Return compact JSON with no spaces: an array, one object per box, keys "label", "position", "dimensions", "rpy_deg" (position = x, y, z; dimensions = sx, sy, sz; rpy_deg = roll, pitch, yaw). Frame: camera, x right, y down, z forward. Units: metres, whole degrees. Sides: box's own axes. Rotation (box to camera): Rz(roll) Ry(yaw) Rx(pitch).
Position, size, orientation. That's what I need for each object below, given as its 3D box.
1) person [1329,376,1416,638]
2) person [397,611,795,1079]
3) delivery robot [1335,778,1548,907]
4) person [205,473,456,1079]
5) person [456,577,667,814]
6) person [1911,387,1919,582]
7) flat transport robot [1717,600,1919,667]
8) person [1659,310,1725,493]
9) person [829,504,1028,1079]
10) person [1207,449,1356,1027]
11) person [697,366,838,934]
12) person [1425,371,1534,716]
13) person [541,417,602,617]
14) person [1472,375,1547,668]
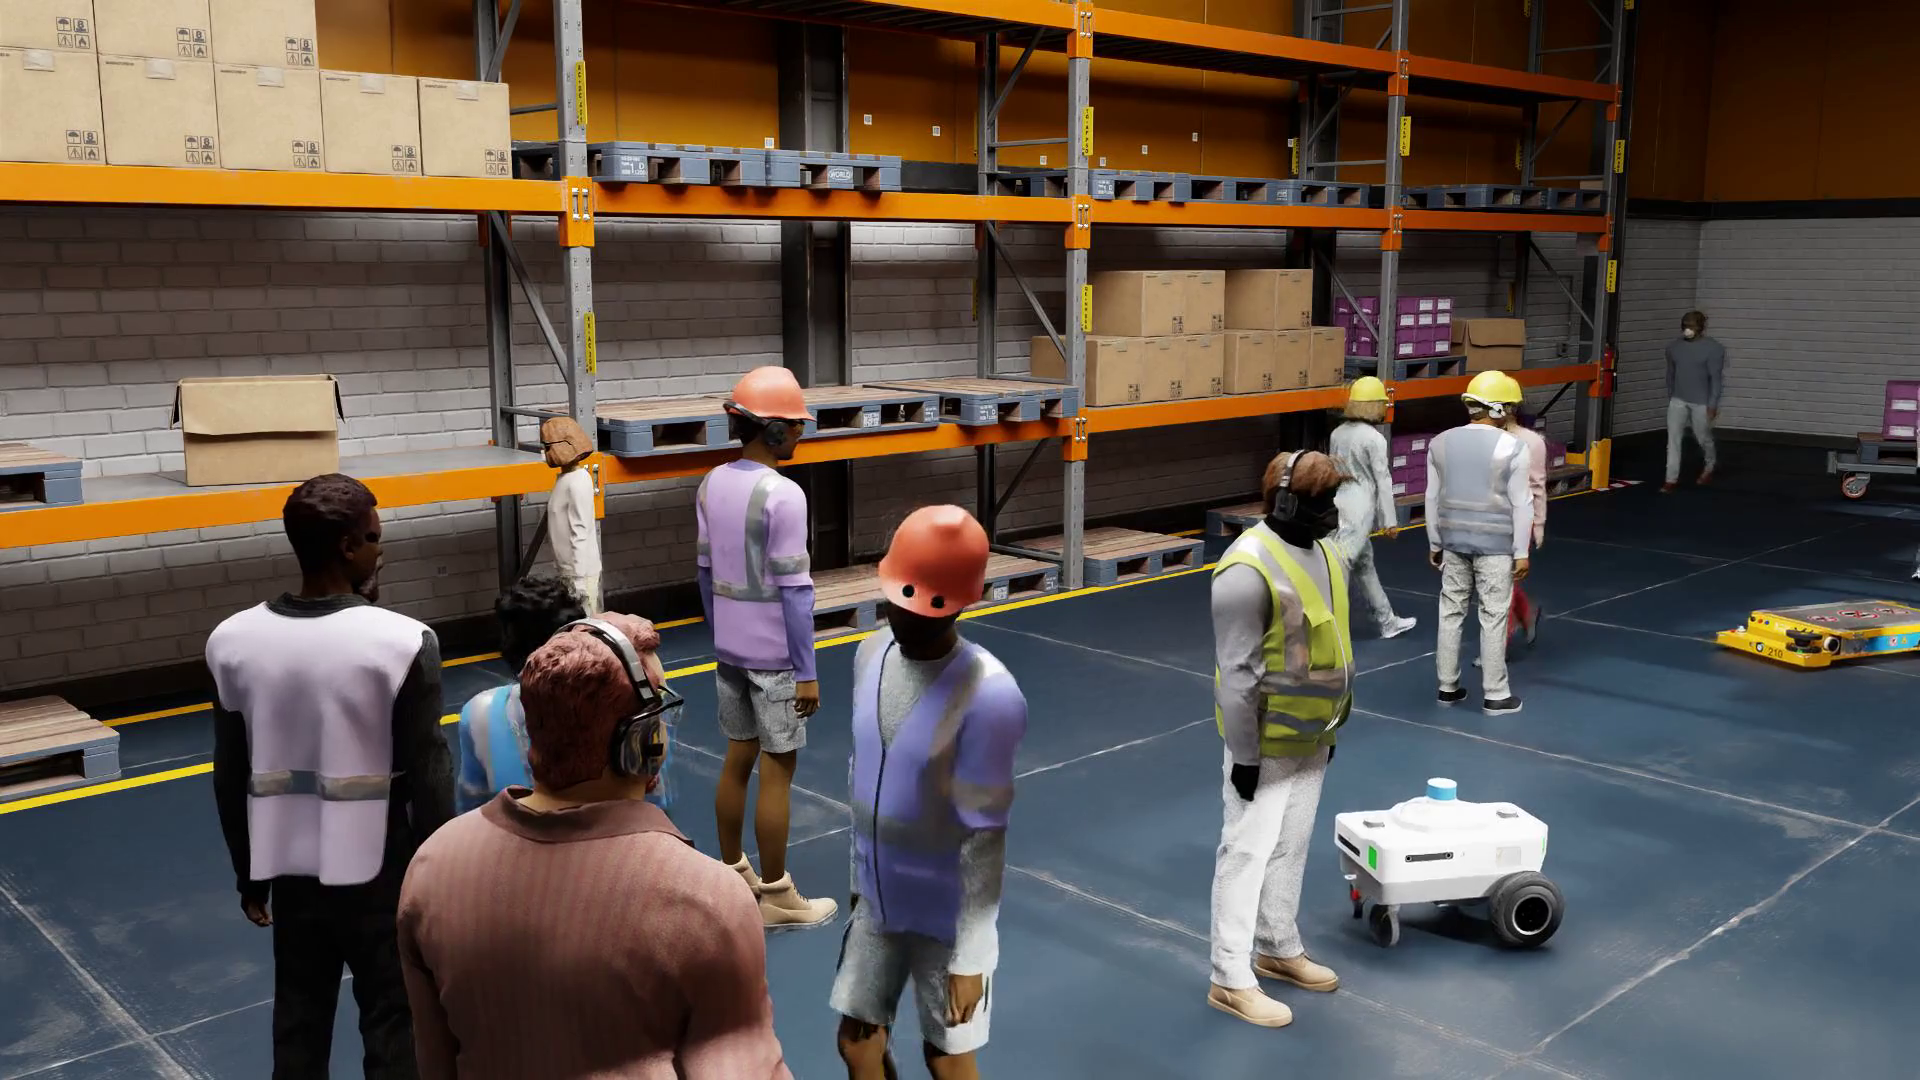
[{"label":"person","position":[2.509,-0.170,10.342],"dimensions":[0.920,1.685,0.499],"rpy_deg":[-4,10,-20]},{"label":"person","position":[-0.519,1.052,2.572],"dimensions":[0.643,1.909,0.410],"rpy_deg":[4,11,24]},{"label":"delivery robot","position":[1.718,1.100,5.969],"dimensions":[0.707,0.478,0.477],"rpy_deg":[-2,10,-11]},{"label":"person","position":[-1.501,0.799,4.028],"dimensions":[0.590,1.916,0.389],"rpy_deg":[2,10,10]},{"label":"person","position":[-1.007,0.908,4.105],"dimensions":[0.545,1.661,0.767],"rpy_deg":[3,10,15]},{"label":"person","position":[7.511,-0.625,12.516],"dimensions":[0.609,1.871,1.024],"rpy_deg":[8,13,39]},{"label":"flat transport robot","position":[5.471,0.559,10.244],"dimensions":[1.431,0.197,0.652],"rpy_deg":[-4,10,-21]},{"label":"person","position":[7.650,-1.450,17.304],"dimensions":[1.002,1.897,0.636],"rpy_deg":[-9,13,-41]},{"label":"person","position":[-0.079,0.837,3.860],"dimensions":[0.469,1.898,0.591],"rpy_deg":[-9,13,-44]},{"label":"person","position":[1.039,0.620,5.337],"dimensions":[0.431,1.835,0.624],"rpy_deg":[8,12,38]},{"label":"person","position":[-0.690,0.393,6.036],"dimensions":[0.391,2.039,0.615],"rpy_deg":[-8,12,-39]},{"label":"person","position":[2.775,0.015,8.875],"dimensions":[0.404,1.828,0.591],"rpy_deg":[-9,13,-43]},{"label":"person","position":[-1.965,0.187,8.460],"dimensions":[0.270,1.627,0.503],"rpy_deg":[-4,11,-23]},{"label":"person","position":[3.321,-0.133,9.971],"dimensions":[0.684,1.739,0.542],"rpy_deg":[-7,12,-35]}]
